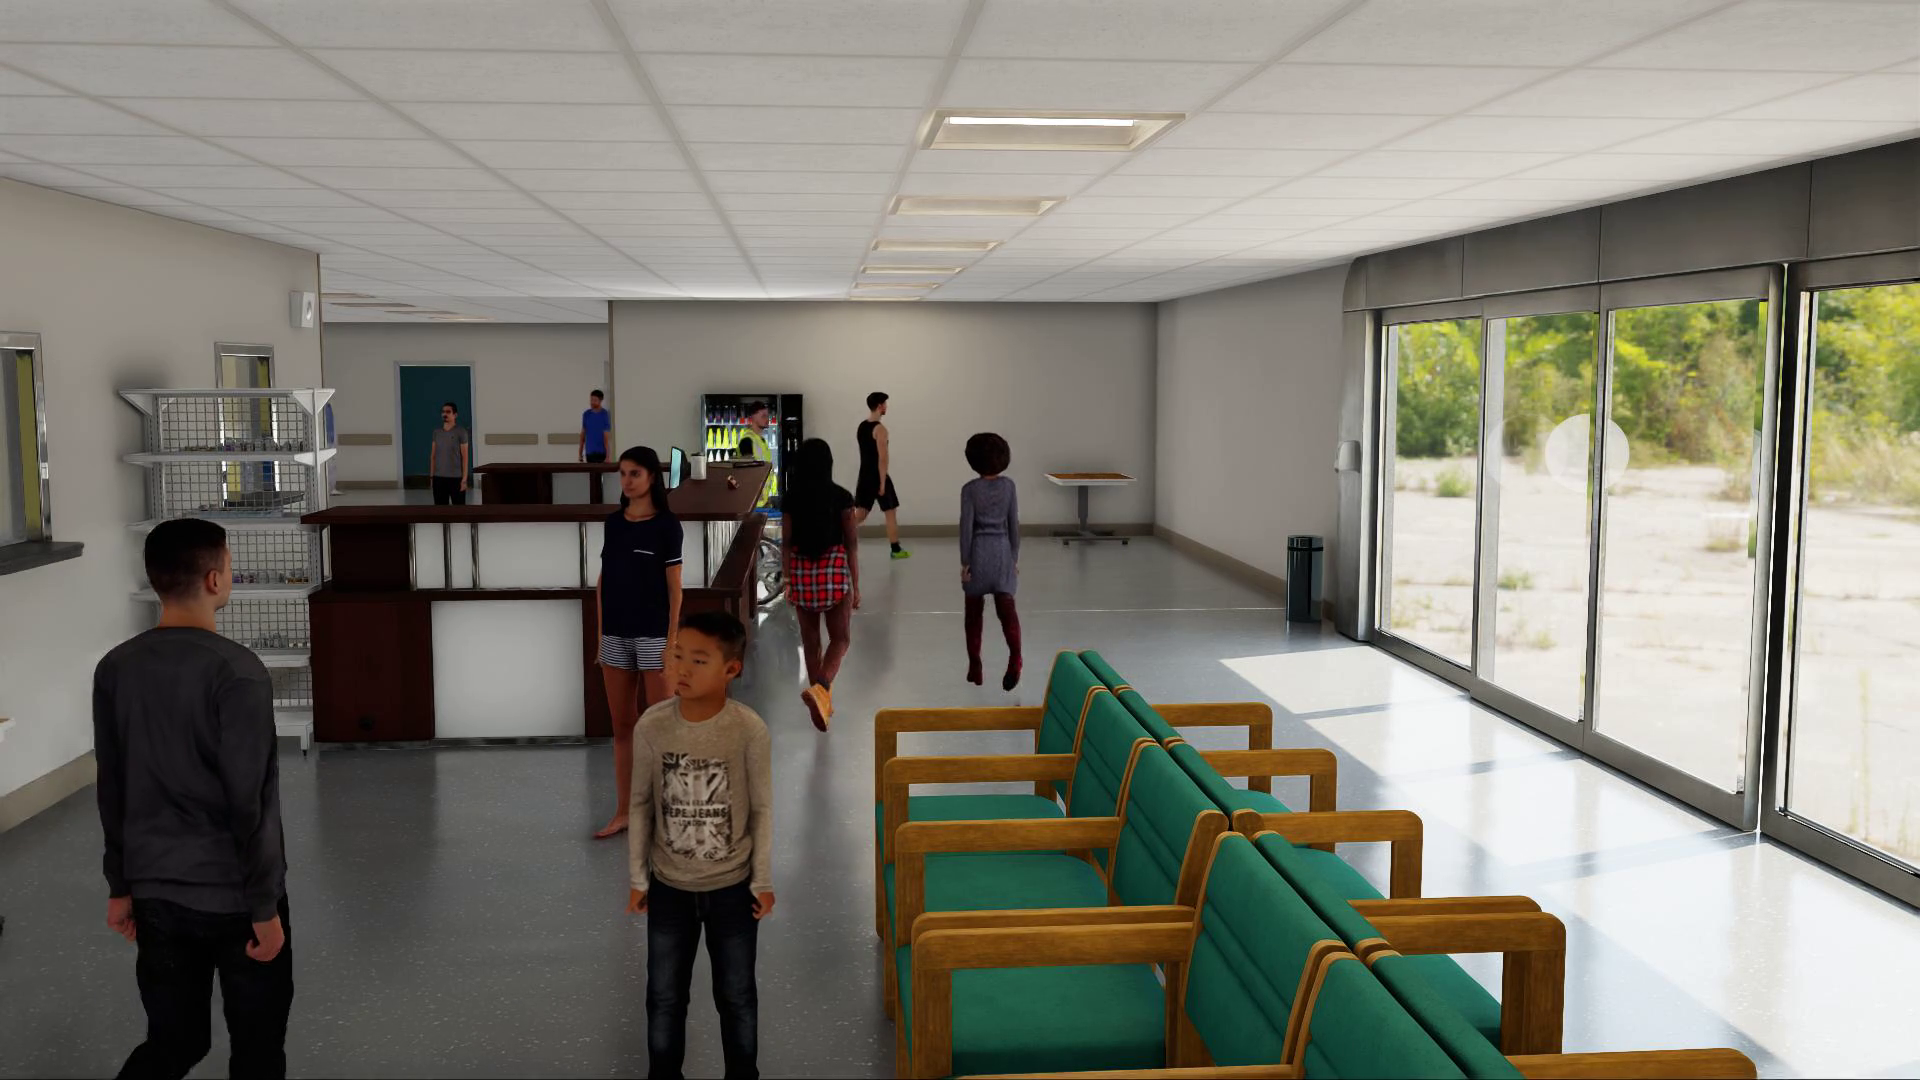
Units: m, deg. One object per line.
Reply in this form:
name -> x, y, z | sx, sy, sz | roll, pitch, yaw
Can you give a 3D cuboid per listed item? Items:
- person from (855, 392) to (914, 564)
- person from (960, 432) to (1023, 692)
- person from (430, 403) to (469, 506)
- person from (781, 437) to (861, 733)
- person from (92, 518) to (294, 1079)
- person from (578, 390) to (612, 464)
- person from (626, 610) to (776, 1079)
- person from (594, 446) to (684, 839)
person -> -1.006, -0.644, 18.053 | 1.255, 1.851, 1.139 | -6, 8, -44
person -> 0.229, 0.178, 10.742 | 1.077, 1.678, 0.780 | -1, 6, -15
person -> -5.908, -0.716, 19.256 | 0.579, 1.753, 0.730 | 1, 6, 11
person -> -0.815, 0.279, 9.598 | 1.048, 1.706, 0.845 | 1, 6, 8
person -> -1.792, 0.840, 3.831 | 1.018, 1.744, 0.886 | 1, 6, 14
person -> -5.160, -1.218, 23.870 | 1.161, 1.828, 1.086 | 3, 7, 28
person -> -0.694, 0.912, 4.526 | 0.476, 1.462, 0.626 | 0, 6, 1
person -> -1.431, 0.461, 7.483 | 0.591, 1.768, 0.705 | 2, 6, 21
